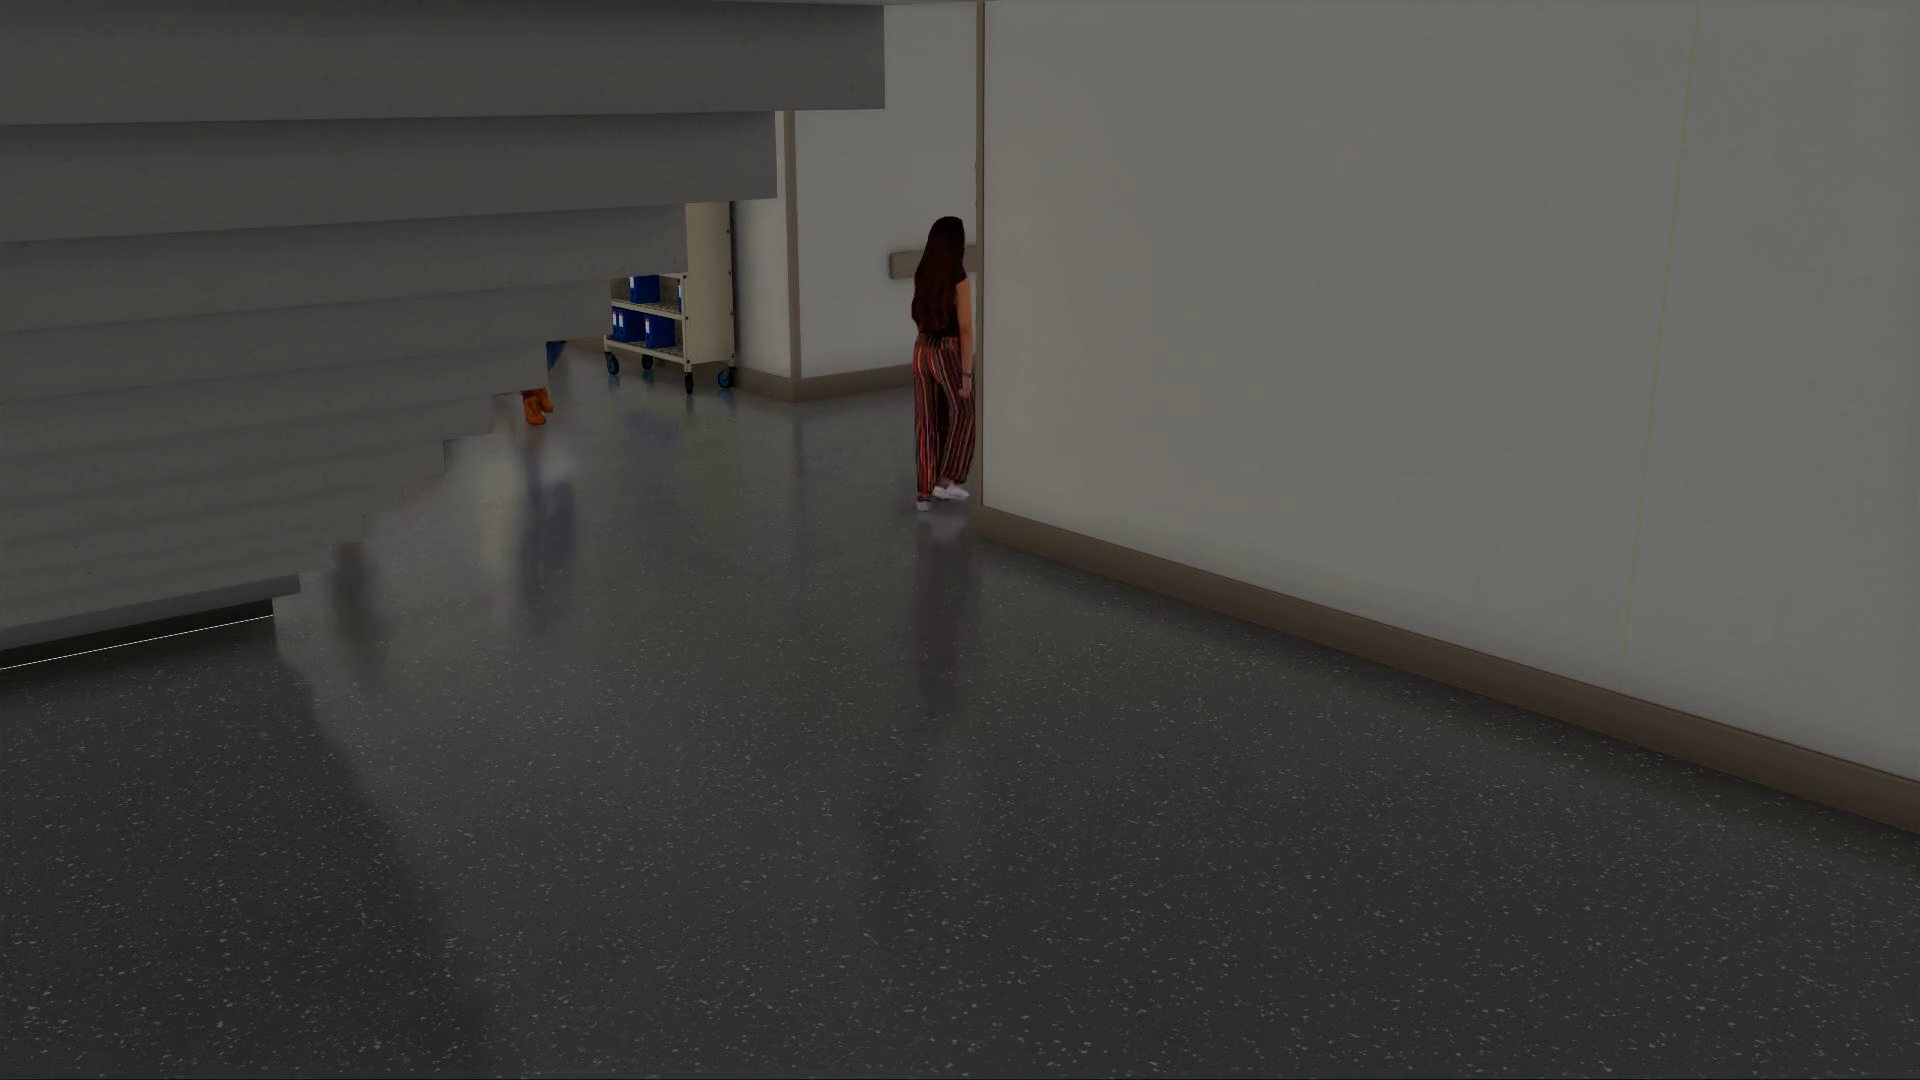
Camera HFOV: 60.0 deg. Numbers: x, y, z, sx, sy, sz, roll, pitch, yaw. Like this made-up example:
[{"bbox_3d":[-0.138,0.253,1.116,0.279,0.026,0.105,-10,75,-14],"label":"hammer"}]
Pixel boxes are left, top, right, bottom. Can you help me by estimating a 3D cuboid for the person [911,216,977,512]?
[{"bbox_3d":[-0.151,-0.910,8.743,0.592,1.549,0.705,10,19,32],"label":"person"}]
